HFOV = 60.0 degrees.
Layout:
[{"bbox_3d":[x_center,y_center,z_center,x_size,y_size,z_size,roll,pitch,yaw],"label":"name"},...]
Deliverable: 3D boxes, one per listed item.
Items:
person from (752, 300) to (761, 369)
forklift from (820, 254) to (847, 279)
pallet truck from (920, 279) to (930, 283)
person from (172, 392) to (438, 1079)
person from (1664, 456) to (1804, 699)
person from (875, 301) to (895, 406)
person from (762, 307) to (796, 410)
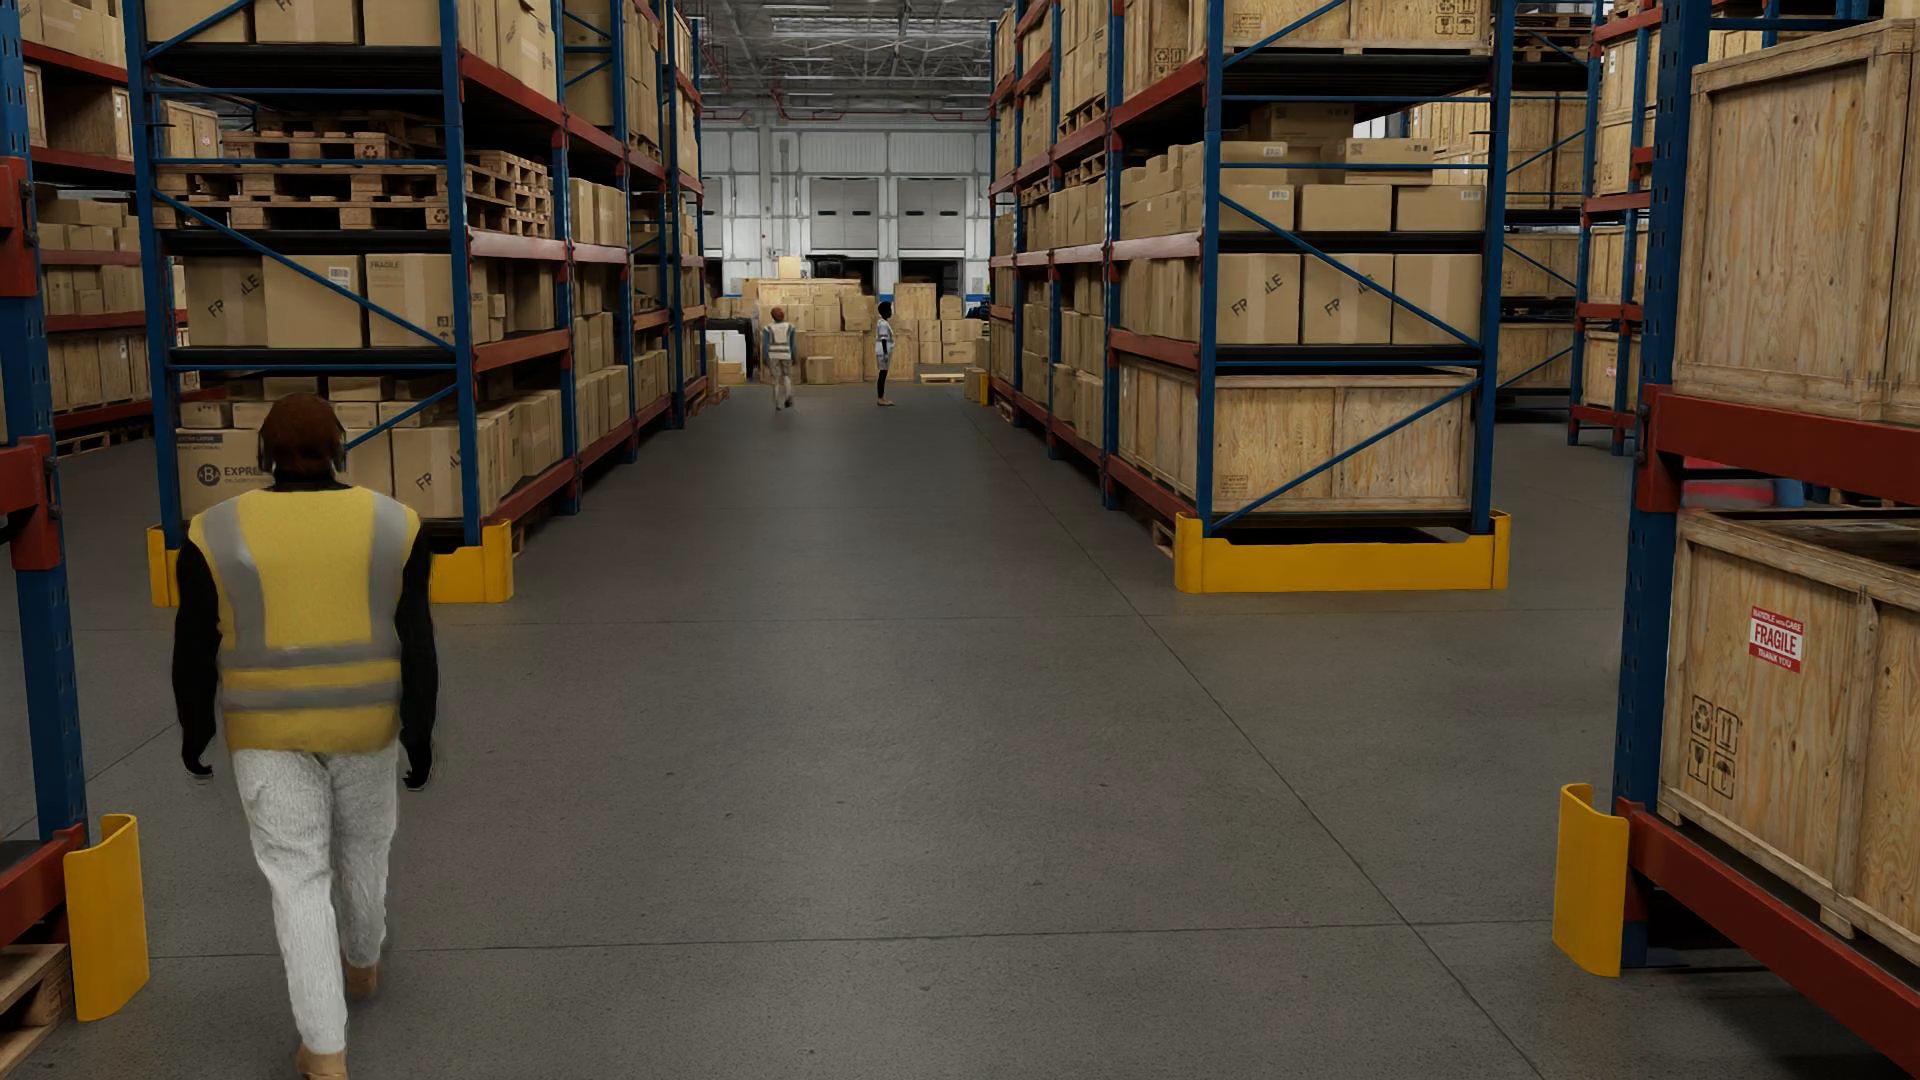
[{"bbox_3d":[-4.335,-4.694,36.796,0.406,1.923,0.582,-3,9,-16],"label":"person"},{"bbox_3d":[-4.317,-8.378,56.937,1.129,2.768,1.873,4,10,24],"label":"forklift"},{"bbox_3d":[-0.932,-8.922,63.114,1.885,1.965,0.823,2,9,13],"label":"pallet truck"},{"bbox_3d":[-1.790,0.498,4.561,0.646,1.796,0.920,-5,10,-27],"label":"person"},{"bbox_3d":[3.864,-0.088,8.322,0.983,1.794,0.616,-3,10,-19],"label":"person"},{"bbox_3d":[-1.220,-3.024,27.023,0.316,1.696,0.542,-1,9,-4],"label":"person"},{"bbox_3d":[-2.862,-2.872,26.289,0.538,1.620,0.390,-3,10,-18],"label":"person"}]
